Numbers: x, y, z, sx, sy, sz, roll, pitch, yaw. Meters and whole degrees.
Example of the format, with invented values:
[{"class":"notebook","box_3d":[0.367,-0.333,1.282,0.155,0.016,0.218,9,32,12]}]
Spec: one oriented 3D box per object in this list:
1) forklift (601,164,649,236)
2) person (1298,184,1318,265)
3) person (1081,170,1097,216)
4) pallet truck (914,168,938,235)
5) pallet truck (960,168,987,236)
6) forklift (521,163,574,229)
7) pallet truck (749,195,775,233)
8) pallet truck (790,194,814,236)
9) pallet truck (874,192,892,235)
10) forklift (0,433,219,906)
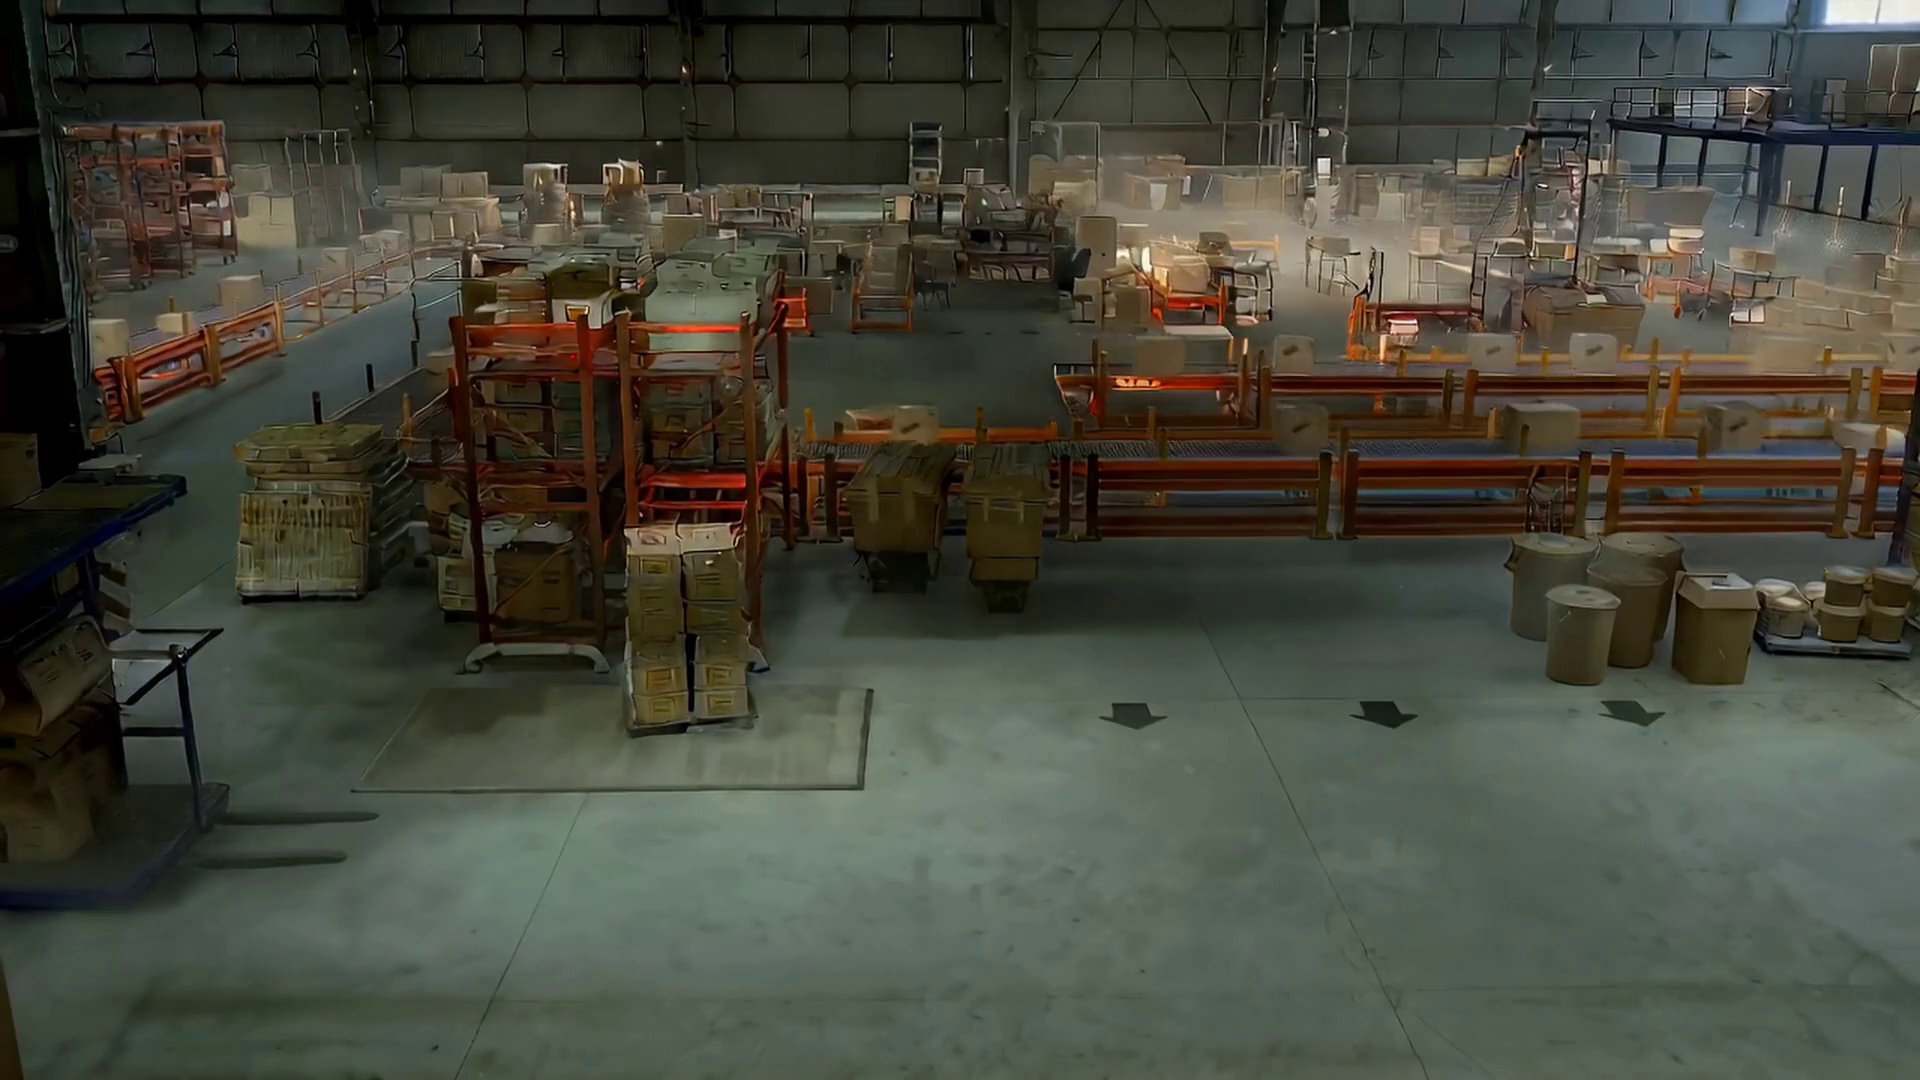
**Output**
[{"class":"forklift","box_3d":[-9.948,-10.127,49.296,1.157,1.987,2.680,-1,16,-3]},{"class":"person","box_3d":[8.954,-8.108,42.796,0.566,2.036,0.637,10,19,31]},{"class":"person","box_3d":[3.916,-10.337,50.797,0.492,1.882,0.648,-10,19,-32]},{"class":"pallet truck","box_3d":[-0.989,-10.316,50.507,0.823,1.965,1.885,1,16,3]},{"class":"pallet truck","box_3d":[0.383,-10.230,50.206,0.823,1.965,1.885,-1,16,-3]},{"class":"forklift","box_3d":[-12.233,-10.122,49.298,1.157,1.987,2.680,0,16,-1]},{"class":"pallet truck","box_3d":[-6.051,-9.967,50.660,0.680,1.201,1.601,0,16,-1]},{"class":"pallet truck","box_3d":[-4.814,-9.883,50.259,0.704,1.261,1.522,-1,16,-3]},{"class":"pallet truck","box_3d":[-2.277,-9.986,50.594,0.653,1.274,1.630,0,16,-1]},{"class":"forklift","box_3d":[-5.952,0.780,10.366,1.873,2.768,1.129,0,16,-1]}]
